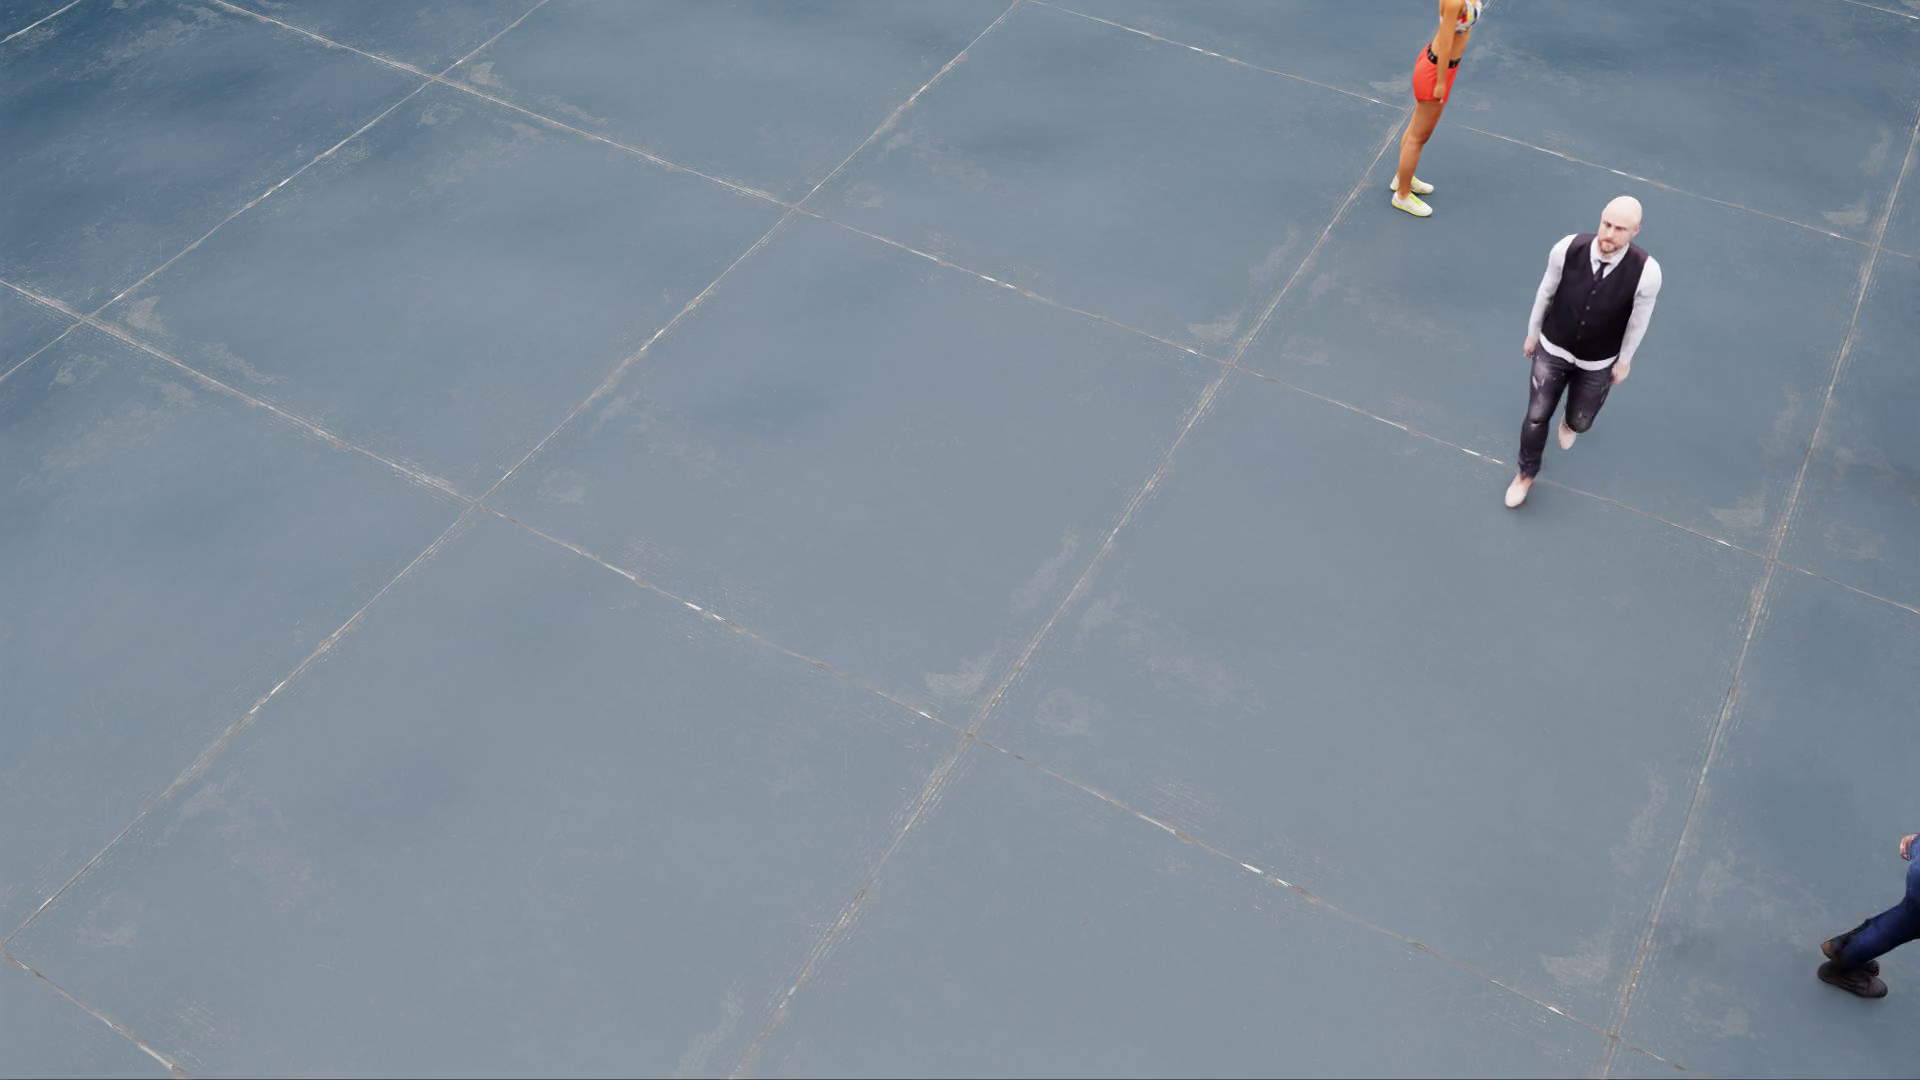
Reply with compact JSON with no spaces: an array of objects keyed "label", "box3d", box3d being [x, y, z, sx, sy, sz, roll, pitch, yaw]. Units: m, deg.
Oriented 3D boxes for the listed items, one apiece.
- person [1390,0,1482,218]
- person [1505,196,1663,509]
[{"label":"person","box3d":[2.846,-2.796,9.934,0.586,1.789,0.607,13,49,12]},{"label":"person","box3d":[3.084,-0.965,8.229,0.854,1.807,0.737,24,52,20]}]
